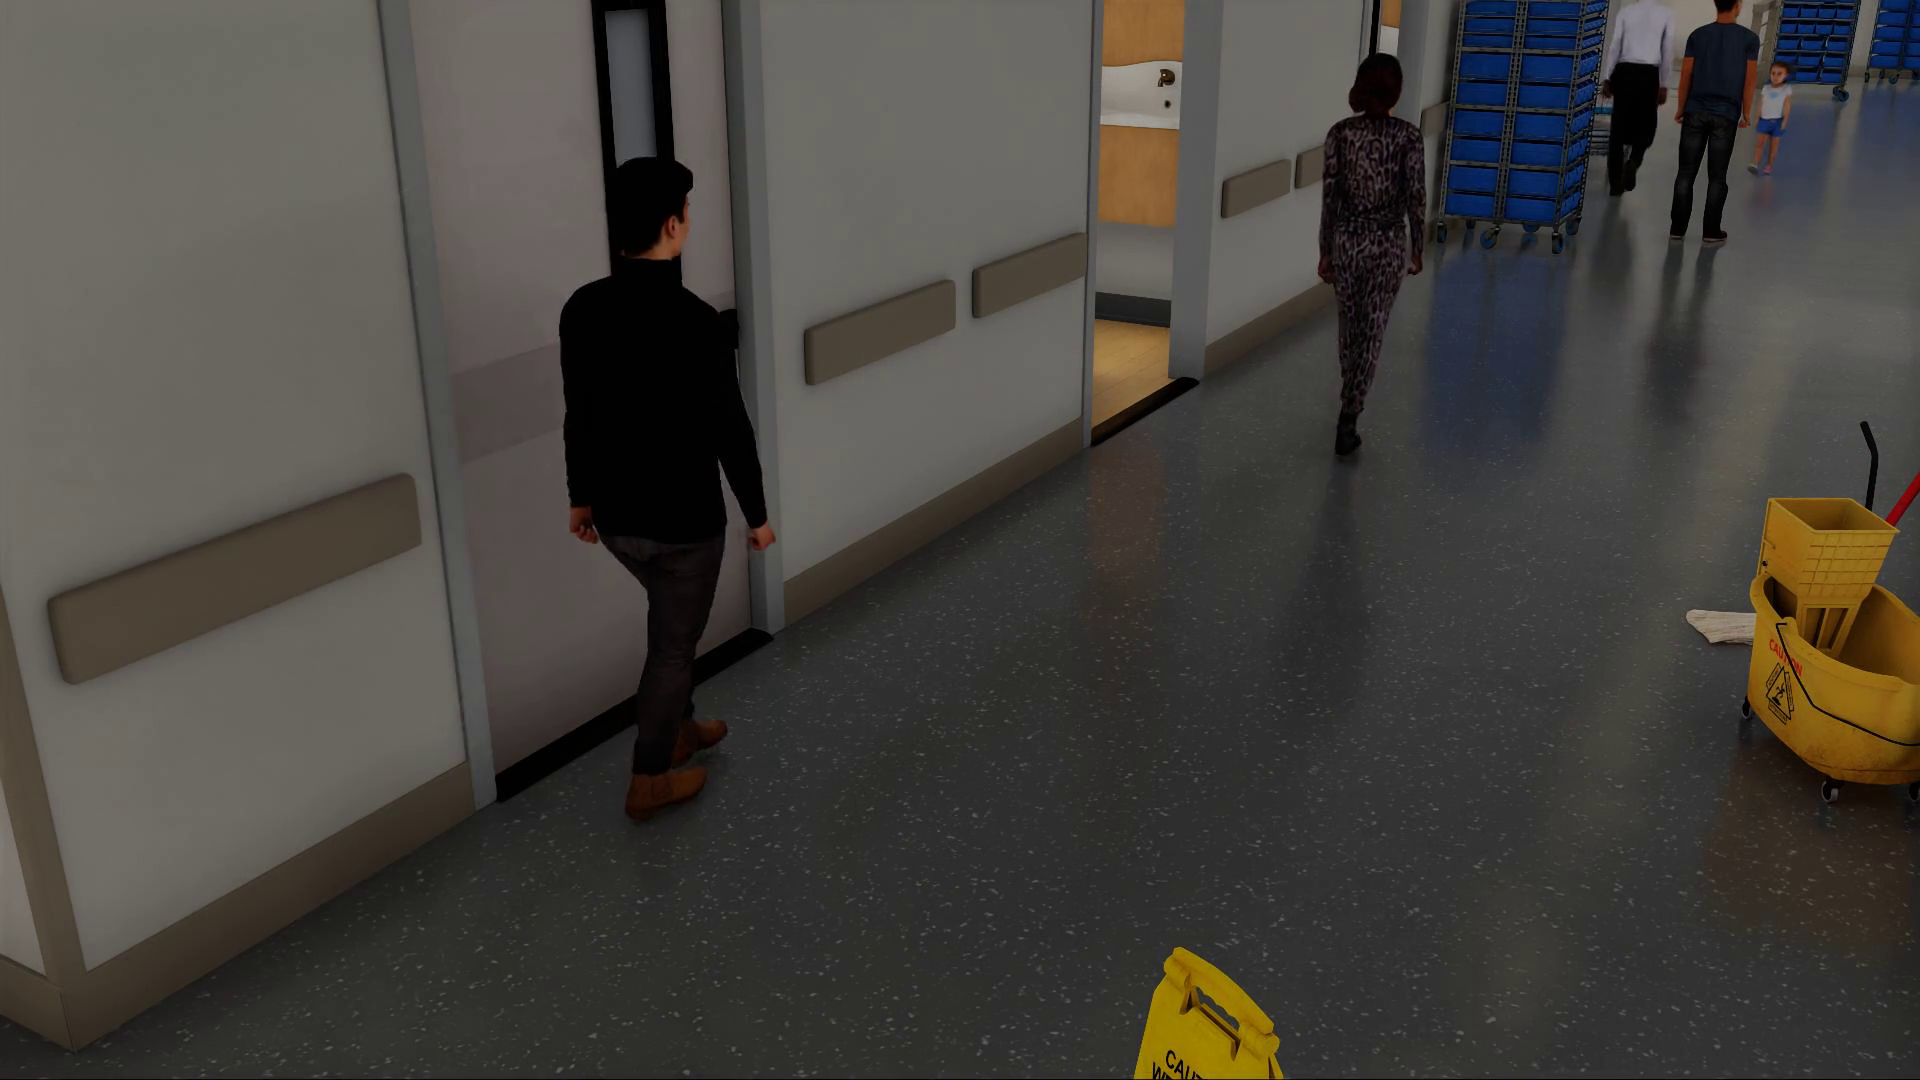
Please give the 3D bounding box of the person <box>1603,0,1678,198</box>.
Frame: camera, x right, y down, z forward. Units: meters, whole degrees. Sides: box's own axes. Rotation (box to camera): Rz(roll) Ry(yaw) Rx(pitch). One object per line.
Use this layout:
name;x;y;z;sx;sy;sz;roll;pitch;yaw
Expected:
person;5.523;-3.697;13.608;0.703;1.814;0.899;9;23;23

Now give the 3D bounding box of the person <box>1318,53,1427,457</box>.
person;1.746;-1.193;7.188;0.602;1.677;1.051;10;23;25

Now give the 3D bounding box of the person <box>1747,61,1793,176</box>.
person;7.369;-3.805;15.040;0.504;1.000;0.715;17;26;37

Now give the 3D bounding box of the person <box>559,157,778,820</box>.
person;-0.805;-0.078;4.203;0.652;1.708;0.717;12;24;29

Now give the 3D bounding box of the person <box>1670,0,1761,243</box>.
person;5.407;-3.071;11.964;0.663;1.808;0.529;13;24;30
